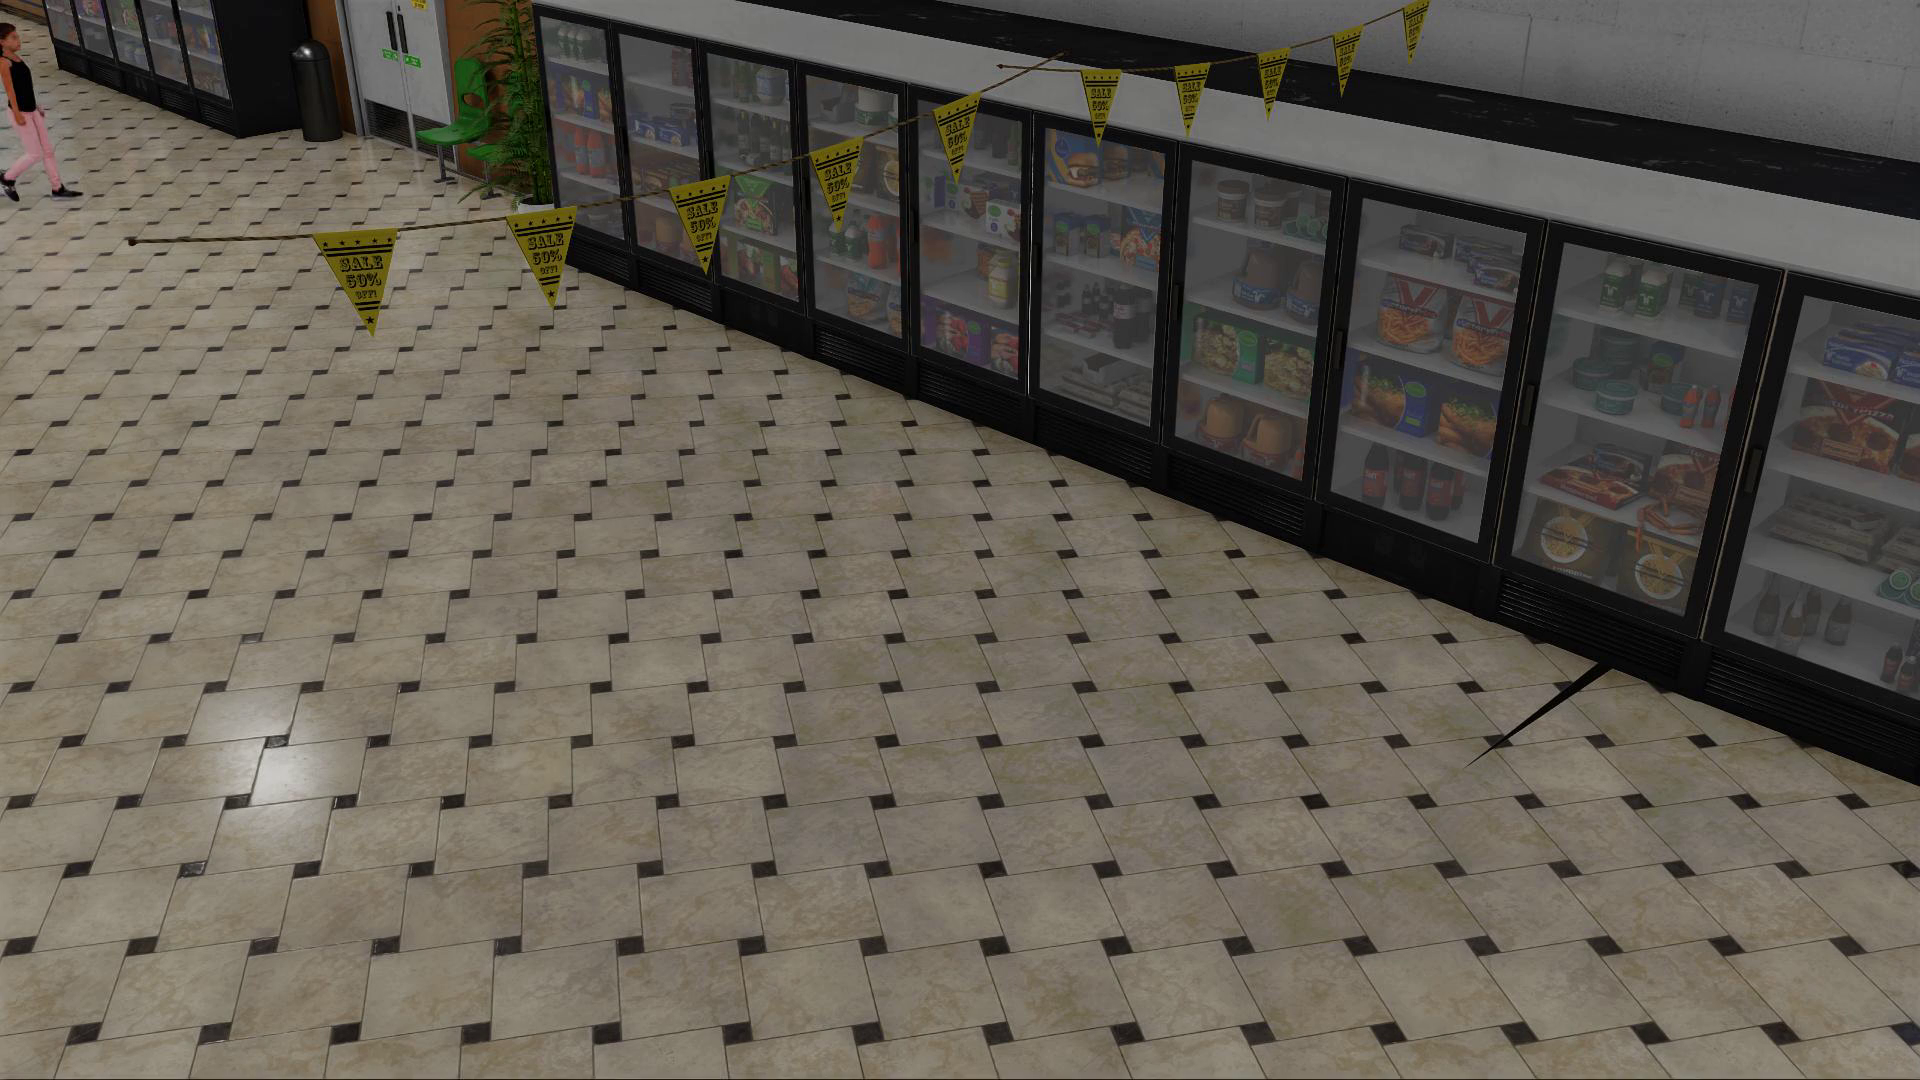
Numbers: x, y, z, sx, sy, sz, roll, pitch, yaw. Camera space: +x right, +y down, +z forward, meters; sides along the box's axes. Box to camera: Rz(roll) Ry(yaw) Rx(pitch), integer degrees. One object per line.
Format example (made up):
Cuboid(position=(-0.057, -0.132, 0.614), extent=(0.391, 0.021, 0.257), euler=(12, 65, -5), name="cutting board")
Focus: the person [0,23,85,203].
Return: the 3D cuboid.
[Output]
Cuboid(position=(-8.233, -3.717, 14.551), extent=(0.946, 1.551, 0.845), euler=(-3, 27, -6), name="person")
